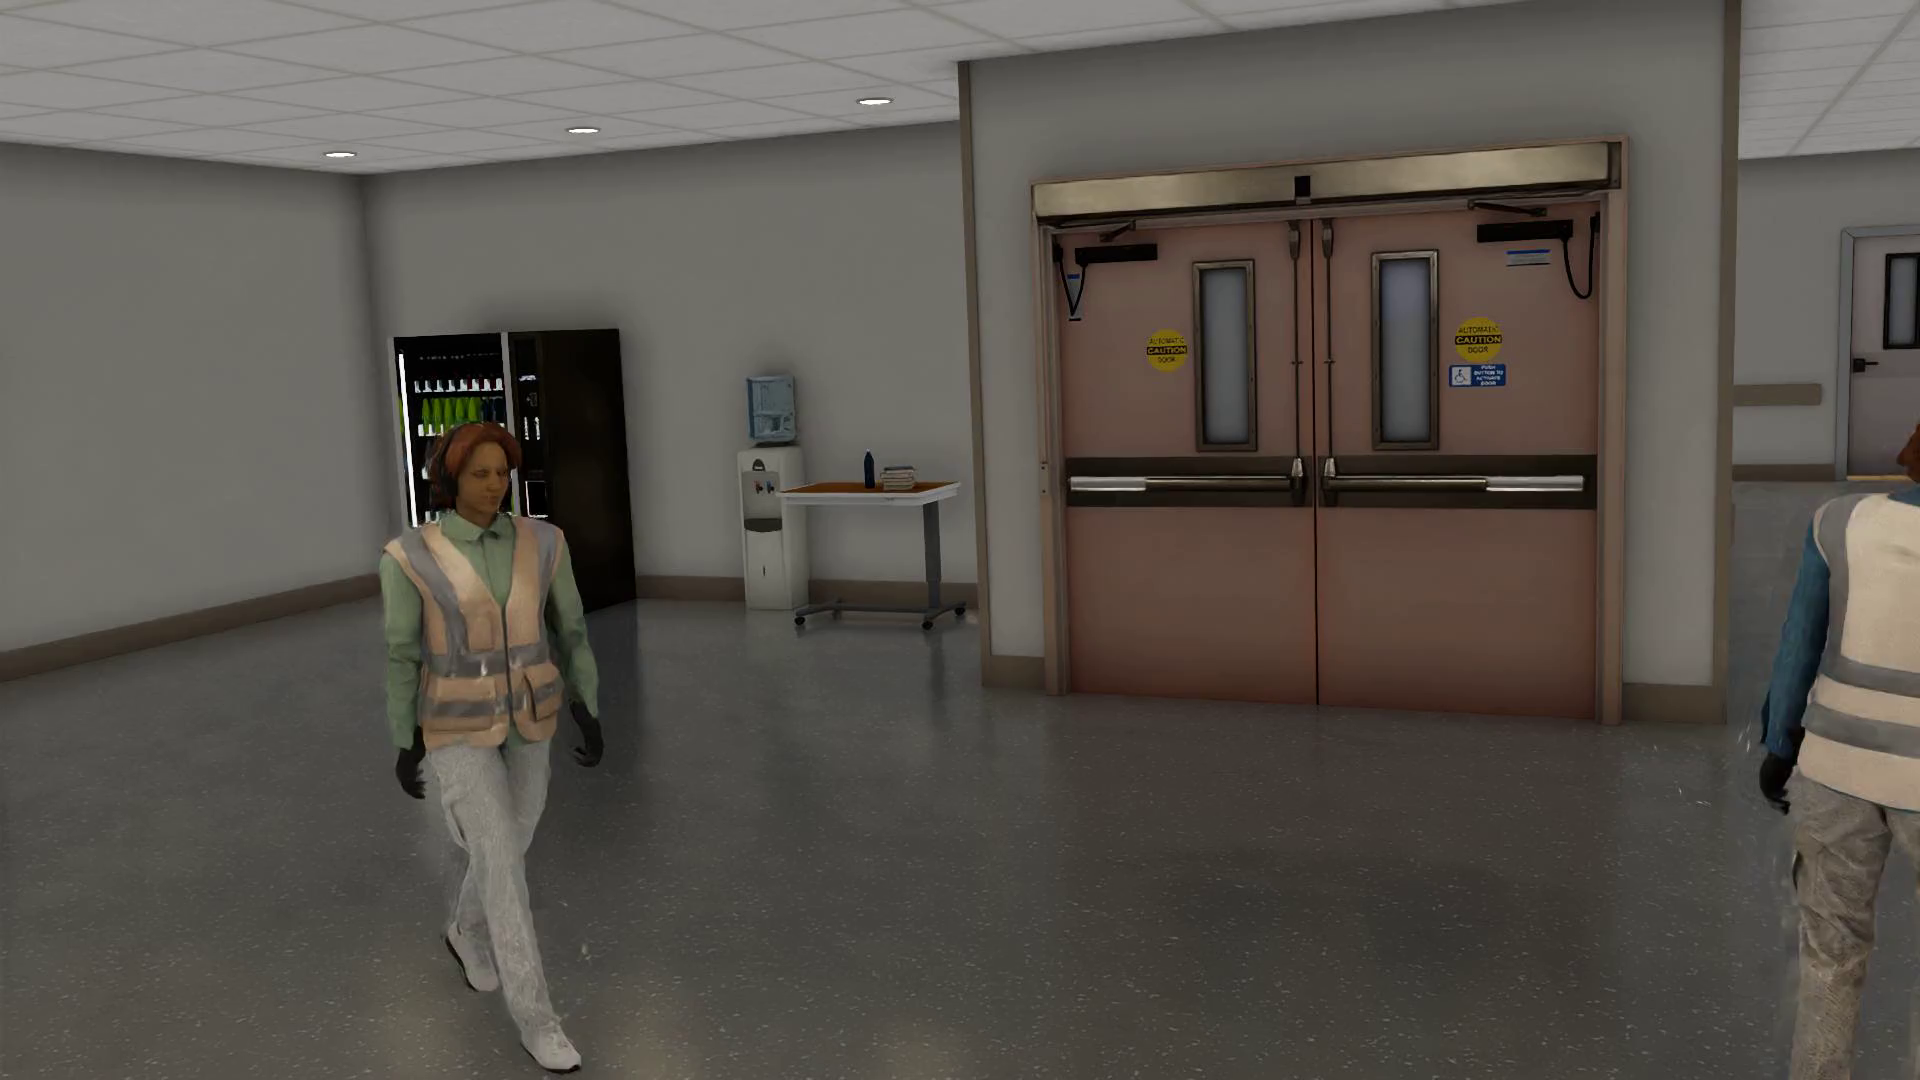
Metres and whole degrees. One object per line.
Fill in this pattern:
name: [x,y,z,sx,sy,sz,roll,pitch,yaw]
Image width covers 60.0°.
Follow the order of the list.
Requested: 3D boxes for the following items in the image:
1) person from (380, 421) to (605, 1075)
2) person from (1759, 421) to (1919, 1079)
person: [-1.220,0.482,4.327,0.530,1.597,0.851,-9,10,-41]
person: [1.825,0.496,3.241,0.326,1.620,0.601,-8,9,-35]
